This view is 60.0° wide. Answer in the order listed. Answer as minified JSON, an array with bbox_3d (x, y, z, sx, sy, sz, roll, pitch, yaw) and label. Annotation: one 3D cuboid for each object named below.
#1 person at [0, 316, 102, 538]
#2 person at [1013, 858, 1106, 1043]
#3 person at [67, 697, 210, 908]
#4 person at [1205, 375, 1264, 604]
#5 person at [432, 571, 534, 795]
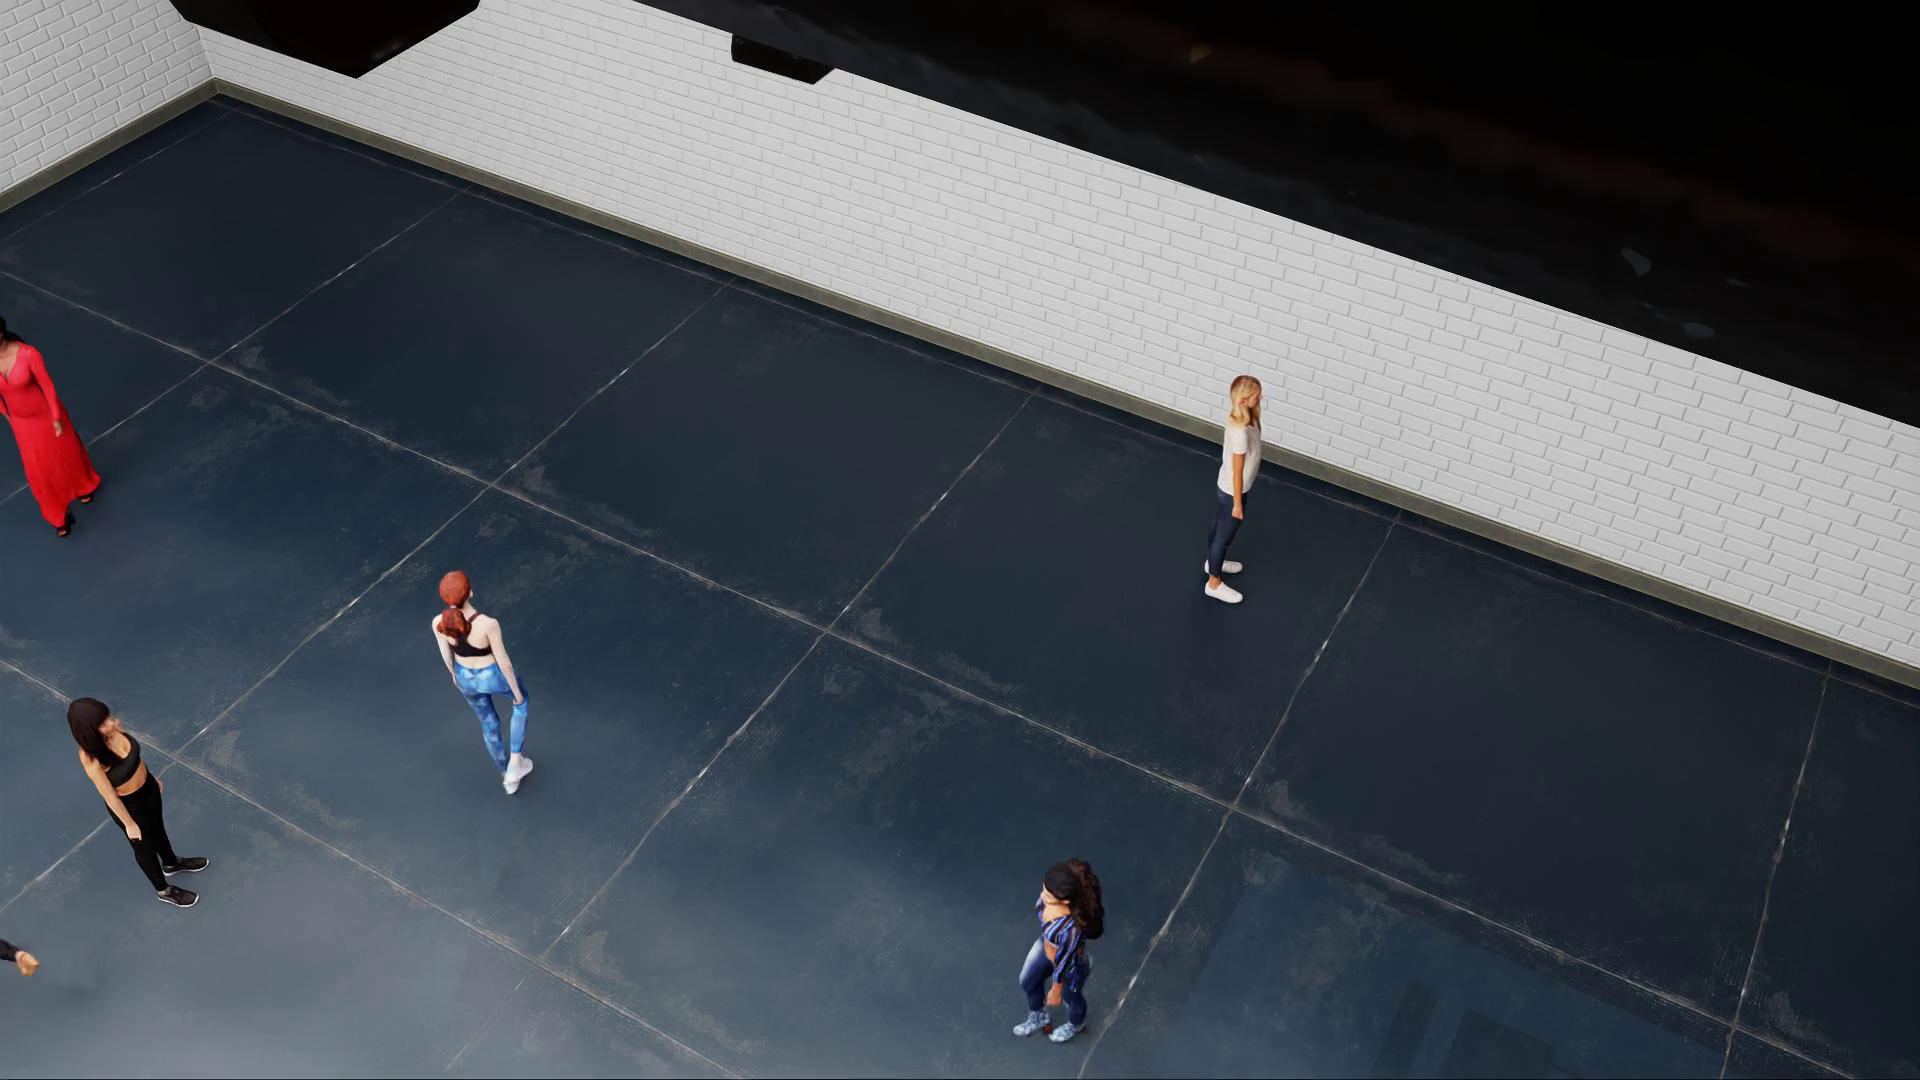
[{"bbox_3d":[-6.478,-0.927,11.728,0.969,1.758,1.016,-12,45,-12],"label":"person"},{"bbox_3d":[0.604,2.145,8.606,0.835,1.607,0.777,-12,45,-12],"label":"person"},{"bbox_3d":[-4.642,1.441,9.318,0.697,1.643,0.596,-2,44,-3],"label":"person"},{"bbox_3d":[1.817,-0.364,11.092,0.714,1.809,0.568,5,44,6],"label":"person"},{"bbox_3d":[-2.804,0.918,9.778,0.724,1.776,0.775,3,44,3],"label":"person"}]
